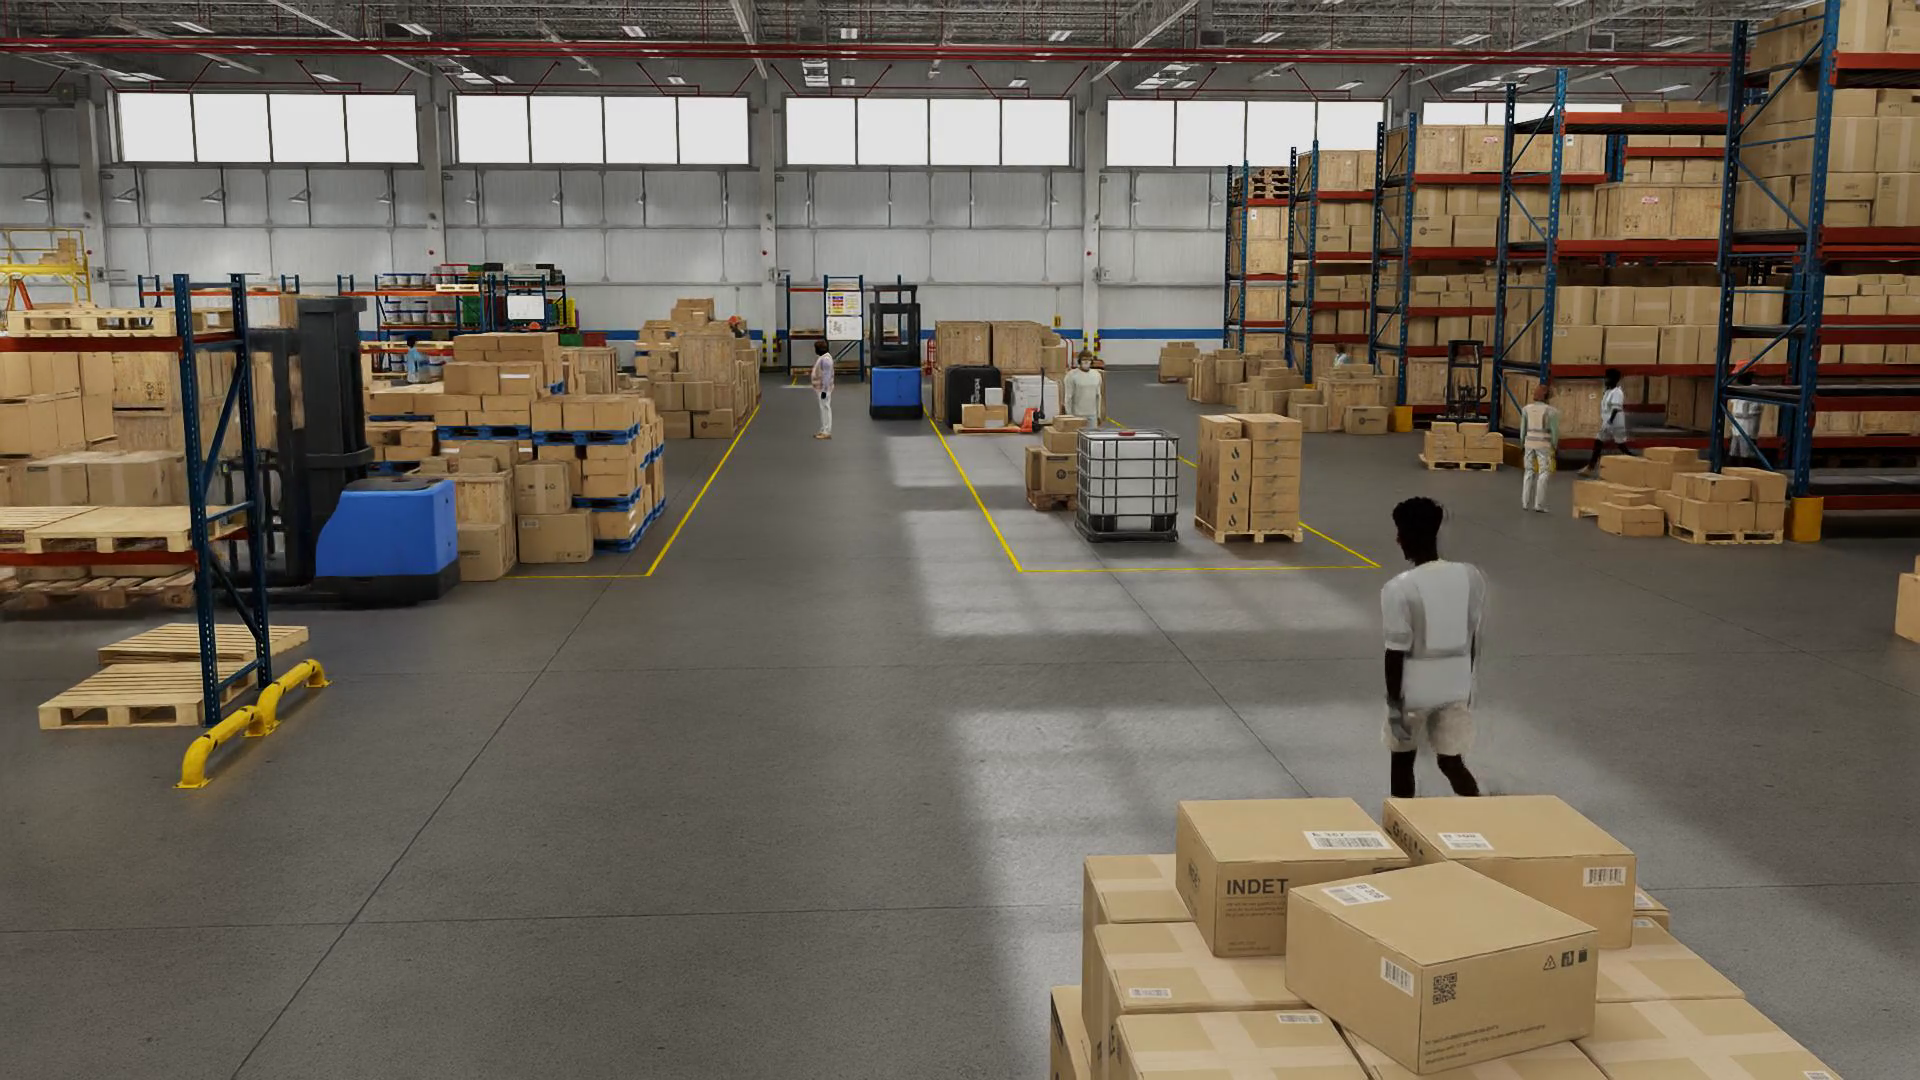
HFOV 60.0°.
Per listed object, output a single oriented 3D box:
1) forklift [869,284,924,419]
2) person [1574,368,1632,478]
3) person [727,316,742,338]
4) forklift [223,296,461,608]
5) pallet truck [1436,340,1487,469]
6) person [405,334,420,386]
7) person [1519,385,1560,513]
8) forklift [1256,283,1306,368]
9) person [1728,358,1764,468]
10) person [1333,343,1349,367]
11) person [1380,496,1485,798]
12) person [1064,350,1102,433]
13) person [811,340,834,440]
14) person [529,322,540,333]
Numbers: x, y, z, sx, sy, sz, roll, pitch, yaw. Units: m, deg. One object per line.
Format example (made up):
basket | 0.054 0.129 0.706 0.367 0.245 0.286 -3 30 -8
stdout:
forklift | -1.362 -4.015 35.244 1.129 2.768 1.873 -1 9 -4
person | 9.676 -1.718 24.682 0.889 1.648 0.536 -1 9 -3
person | -5.686 -4.658 42.048 0.379 1.996 0.611 1 9 6
forklift | -5.717 -0.845 15.335 1.873 2.768 1.129 -1 9 -4
pallet truck | 8.004 -2.170 26.422 0.823 1.965 1.885 2 9 14
person | -12.569 -3.923 38.431 0.765 1.674 0.535 -4 10 -24
person | 7.385 -1.164 21.289 0.401 1.631 0.563 -7 11 -37
forklift | 8.638 -5.218 42.795 1.873 2.768 1.129 -1 9 -4
person | 10.297 -1.418 21.895 0.377 1.934 0.553 -1 9 -7
person | 7.895 -3.335 34.950 0.775 1.608 0.539 -2 9 -10
person | 2.382 0.747 8.307 0.623 1.934 0.833 -3 9 -17
person | 1.817 -1.826 24.449 0.630 1.936 0.369 -5 10 -29
person | -2.537 -2.772 30.709 0.429 1.839 0.623 -2 9 -11
person | -9.913 -4.127 38.879 0.550 1.942 0.346 5 10 30
